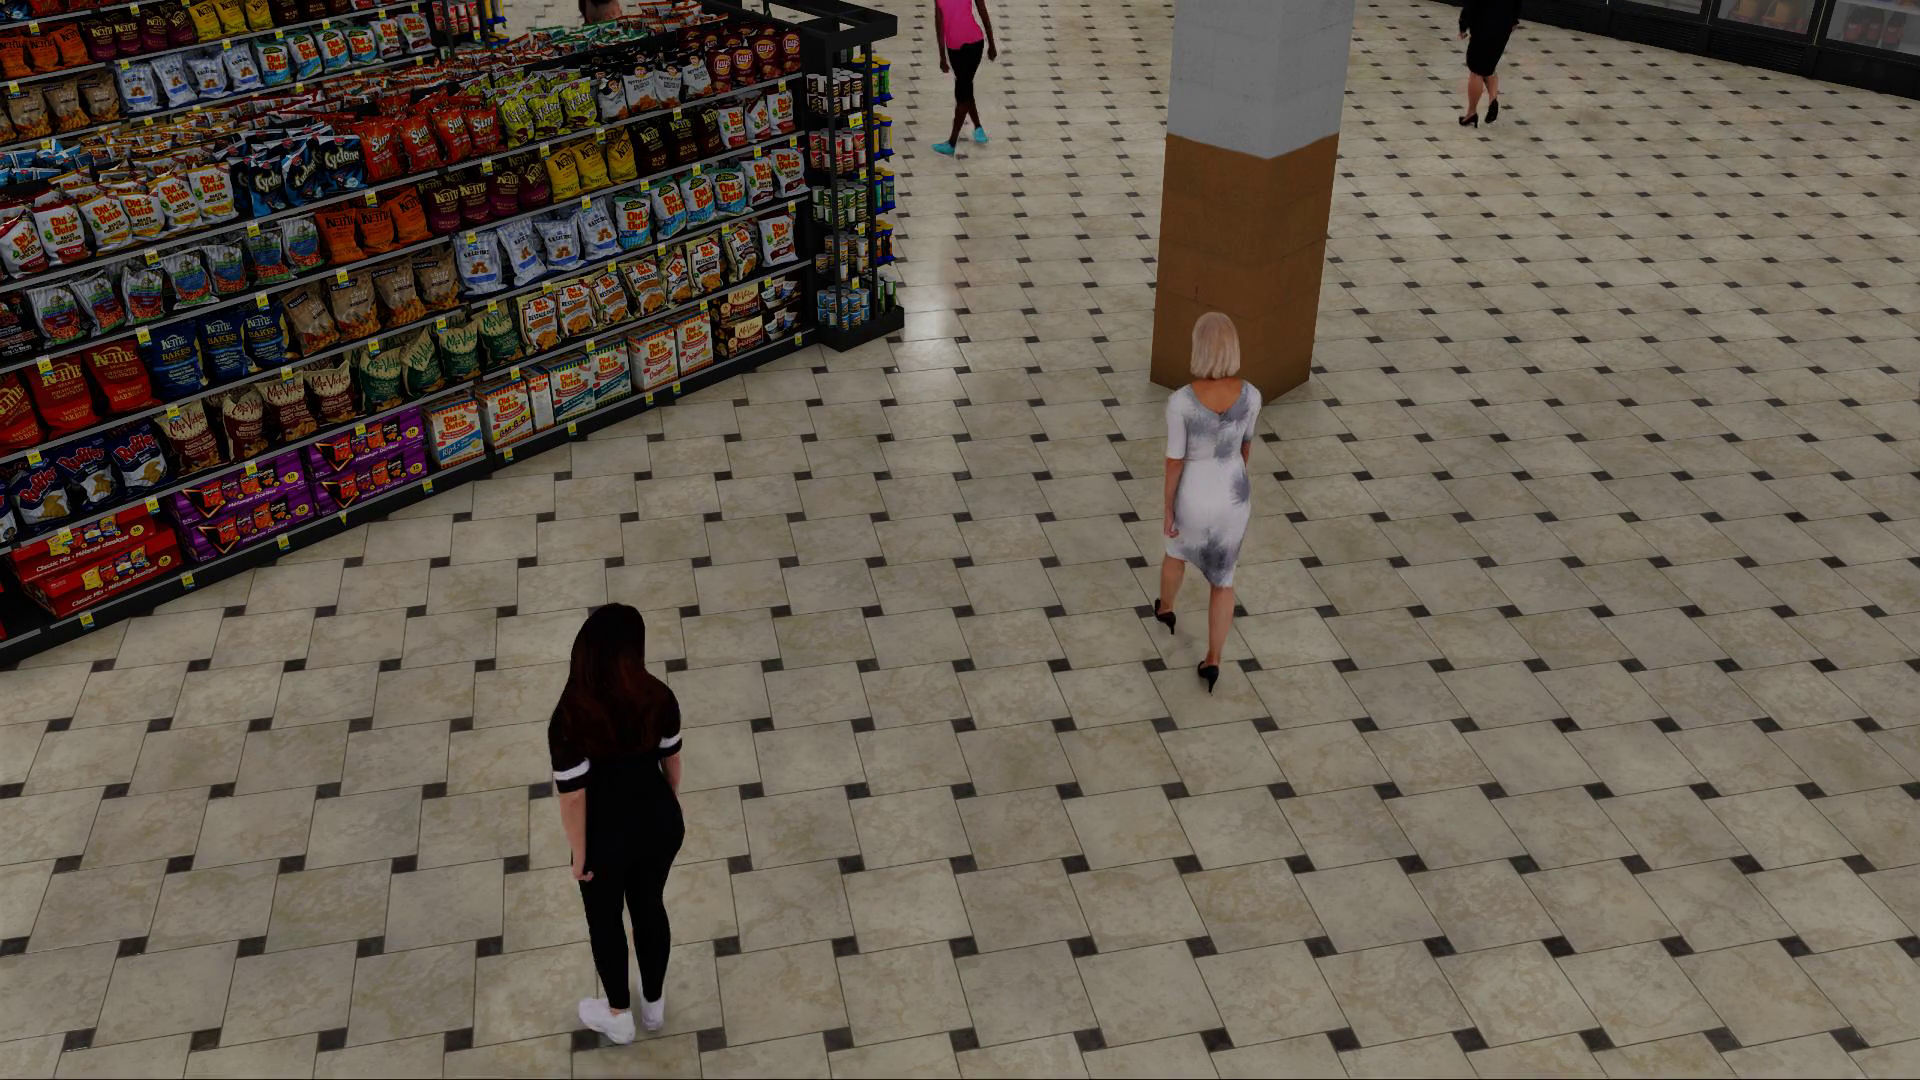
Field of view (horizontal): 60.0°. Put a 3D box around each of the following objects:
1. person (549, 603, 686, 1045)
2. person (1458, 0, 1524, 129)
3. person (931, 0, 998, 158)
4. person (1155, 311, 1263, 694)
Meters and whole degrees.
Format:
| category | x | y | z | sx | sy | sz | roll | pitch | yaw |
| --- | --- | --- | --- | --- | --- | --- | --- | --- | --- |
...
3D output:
| category | x | y | z | sx | sy | sz | roll | pitch | yaw |
| --- | --- | --- | --- | --- | --- | --- | --- | --- | --- |
| person | -1.106 | 0.994 | 5.510 | 0.779 | 1.599 | 0.644 | 26 | 40 | 35 |
| person | 4.439 | -4.221 | 13.827 | 0.804 | 1.667 | 0.903 | -9 | 33 | -14 |
| person | 0.078 | -3.959 | 13.410 | 0.819 | 1.662 | 1.086 | 10 | 33 | 16 |
| person | 1.098 | -0.107 | 7.164 | 0.924 | 1.721 | 0.957 | -2 | 32 | -2 |
